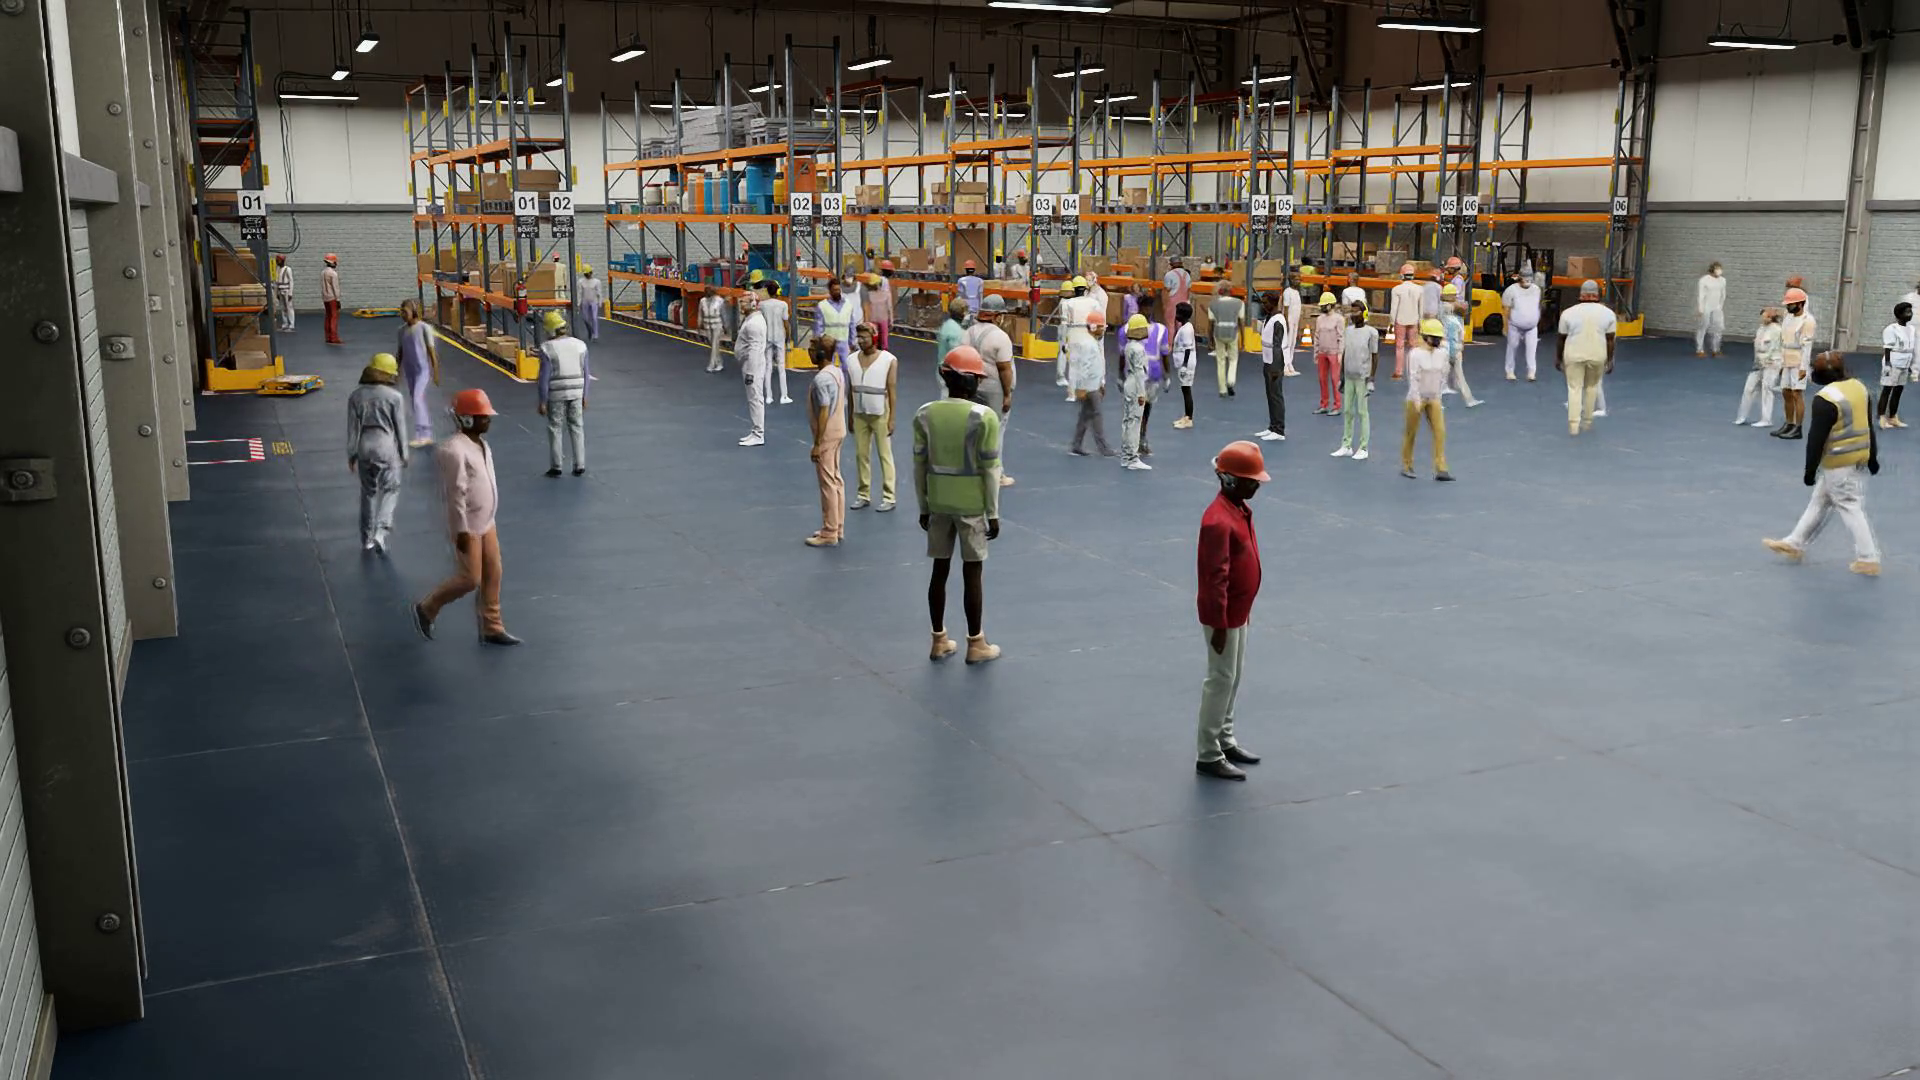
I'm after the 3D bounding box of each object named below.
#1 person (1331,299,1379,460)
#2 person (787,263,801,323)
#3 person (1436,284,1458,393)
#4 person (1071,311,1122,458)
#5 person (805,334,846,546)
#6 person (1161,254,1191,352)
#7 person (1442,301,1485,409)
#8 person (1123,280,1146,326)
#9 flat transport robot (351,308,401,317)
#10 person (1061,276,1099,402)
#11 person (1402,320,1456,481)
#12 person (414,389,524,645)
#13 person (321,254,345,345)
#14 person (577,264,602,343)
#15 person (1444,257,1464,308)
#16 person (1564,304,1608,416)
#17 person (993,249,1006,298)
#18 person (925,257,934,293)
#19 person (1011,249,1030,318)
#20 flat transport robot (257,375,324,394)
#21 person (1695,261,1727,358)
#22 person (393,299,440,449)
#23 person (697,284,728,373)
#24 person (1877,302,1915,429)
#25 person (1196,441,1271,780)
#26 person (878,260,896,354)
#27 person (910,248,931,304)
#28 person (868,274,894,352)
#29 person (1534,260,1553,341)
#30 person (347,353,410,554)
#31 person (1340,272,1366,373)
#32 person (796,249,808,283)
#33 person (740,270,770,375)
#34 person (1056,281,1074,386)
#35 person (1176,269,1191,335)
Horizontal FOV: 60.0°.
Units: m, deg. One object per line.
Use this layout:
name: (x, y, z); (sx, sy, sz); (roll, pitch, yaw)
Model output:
person: (4.653, -1.882, 19.526); (0.327, 1.874, 0.520); (-9, 14, -37)
person: (-4.396, -6.506, 43.651); (0.512, 1.619, 0.527); (-5, 12, -26)
person: (7.805, -3.230, 26.701); (0.308, 1.744, 0.485); (-1, 11, -6)
person: (1.605, -1.830, 19.633); (0.592, 1.737, 0.583); (3, 11, 13)
person: (-1.169, -0.864, 14.421); (0.346, 1.847, 0.506); (2, 11, 12)
person: (4.463, -4.955, 34.713); (0.684, 2.000, 0.535); (-8, 14, -37)
person: (7.293, -2.697, 24.379); (0.815, 1.588, 0.537); (6, 13, 29)
person: (3.346, -4.120, 31.560); (0.522, 1.618, 0.685); (1, 11, 7)
flat transport robot: (-16.099, -6.338, 46.255); (0.652, 0.197, 1.431); (10, 15, 42)
person: (1.826, -3.061, 25.409); (0.591, 1.918, 0.394); (-1, 11, -6)
person: (5.053, -1.485, 17.872); (0.535, 1.731, 0.817); (-4, 12, -20)
person: (-3.271, -0.135, 10.982); (0.617, 1.737, 0.570); (2, 11, 9)
person: (-13.763, -5.274, 36.483); (0.620, 1.986, 0.407); (11, 15, 43)
person: (-8.265, -5.302, 37.239); (0.566, 1.734, 0.549); (1, 11, 4)
person: (9.493, -4.418, 32.018); (0.419, 2.034, 0.604); (2, 11, 11)
person: (9.020, -2.593, 23.844); (0.519, 1.579, 0.842); (-6, 13, -28)
person: (0.987, -6.687, 43.799); (0.585, 1.928, 0.378); (-9, 14, -38)
person: (-0.858, -7.358, 48.000); (0.383, 1.618, 0.548); (-7, 13, -30)
person: (1.537, -5.817, 39.133); (0.646, 2.020, 0.729); (-10, 15, -43)
flat transport robot: (-10.792, -2.515, 26.826); (0.652, 0.197, 1.431); (-1, 11, -6)
person: (14.926, -4.548, 32.975); (0.653, 1.915, 0.719); (-2, 11, -11)
person: (-6.724, -2.019, 20.347); (0.555, 1.817, 0.751); (5, 12, 24)
person: (-4.494, -3.836, 30.135); (0.527, 1.598, 0.759); (5, 12, 22)
person: (12.542, -2.331, 22.246); (0.538, 1.700, 0.317); (-6, 12, -26)
person: (1.395, 0.353, 8.508); (0.351, 1.739, 0.573); (4, 12, 20)
person: (-1.548, -4.730, 33.922); (0.440, 1.921, 0.710); (-4, 12, -19)
person: (-1.170, -8.129, 51.447); (0.996, 1.827, 0.587); (9, 14, 39)
person: (-1.496, -4.083, 31.016); (0.561, 1.747, 0.429); (1, 11, 4)
person: (13.019, -5.373, 37.370); (0.458, 1.827, 0.572); (1, 11, 6)
person: (-4.970, -0.722, 14.066); (0.512, 1.695, 0.620); (2, 11, 11)
person: (7.085, -3.904, 29.955); (0.639, 1.822, 0.425); (-10, 15, -40)
person: (-5.071, -8.279, 52.386); (0.574, 1.738, 0.352); (-2, 11, -12)
person: (-3.621, -3.857, 29.534); (0.665, 1.876, 0.722); (9, 14, 38)
person: (1.784, -3.469, 27.916); (0.323, 1.743, 0.489); (1, 11, 3)
person: (4.756, -4.932, 35.502); (0.319, 1.688, 0.539); (-2, 11, -9)
